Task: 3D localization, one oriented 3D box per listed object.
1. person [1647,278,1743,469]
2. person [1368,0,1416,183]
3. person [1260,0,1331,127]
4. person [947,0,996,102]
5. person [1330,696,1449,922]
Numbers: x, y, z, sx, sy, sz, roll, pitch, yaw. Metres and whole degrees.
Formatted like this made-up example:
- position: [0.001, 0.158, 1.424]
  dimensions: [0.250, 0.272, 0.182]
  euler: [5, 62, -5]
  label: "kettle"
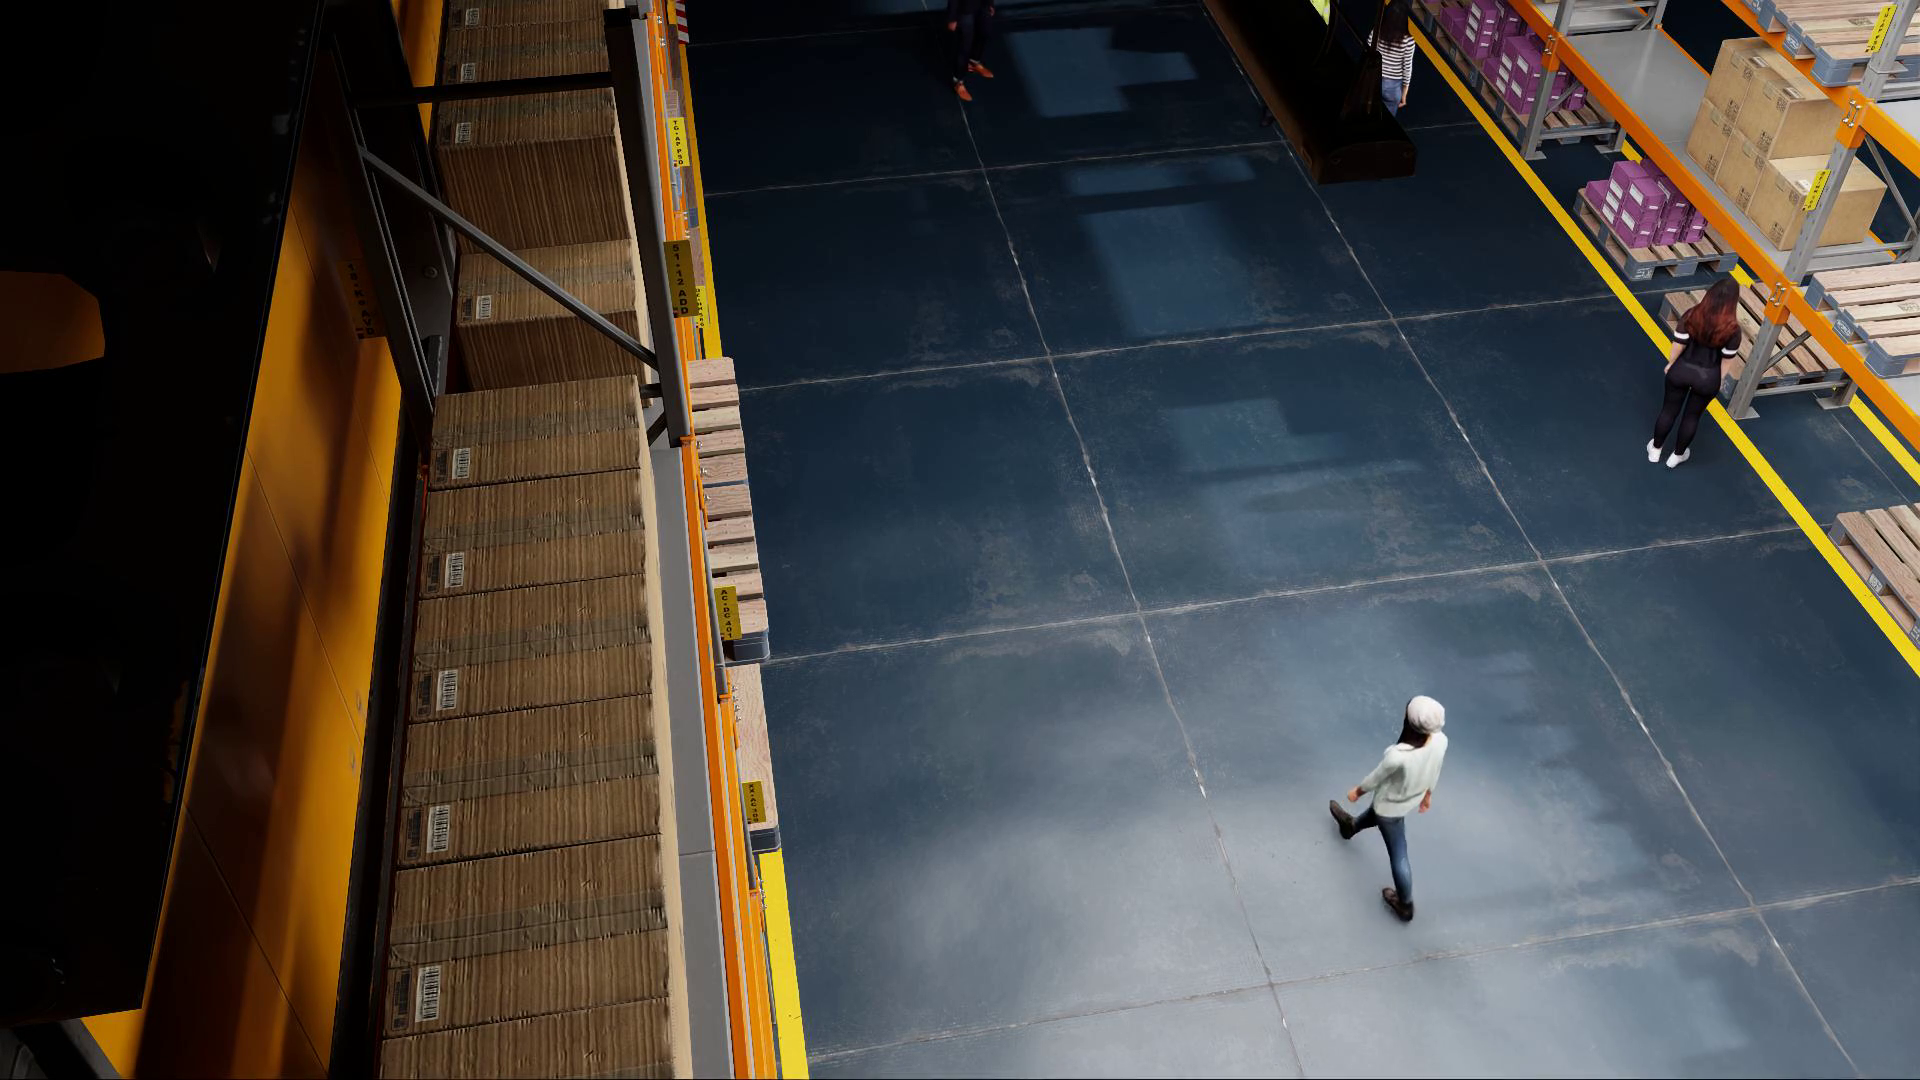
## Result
- position: [5.446, -1.232, 12.321]
  dimensions: [0.713, 1.639, 0.766]
  euler: [23, 48, 22]
  label: "person"
- position: [3.863, -4.097, 15.213]
  dimensions: [0.642, 1.797, 0.655]
  euler: [17, 46, 17]
  label: "person"
- position: [3.246, -4.889, 15.911]
  dimensions: [0.861, 1.981, 0.808]
  euler: [9, 44, 9]
  label: "person"
- position: [0.102, -5.278, 16.446]
  dimensions: [0.975, 1.807, 0.981]
  euler: [-34, 53, -30]
  label: "person"
- position: [2.533, 1.537, 9.446]
  dimensions: [0.847, 1.595, 1.158]
  euler: [-23, 48, -22]
  label: "person"
